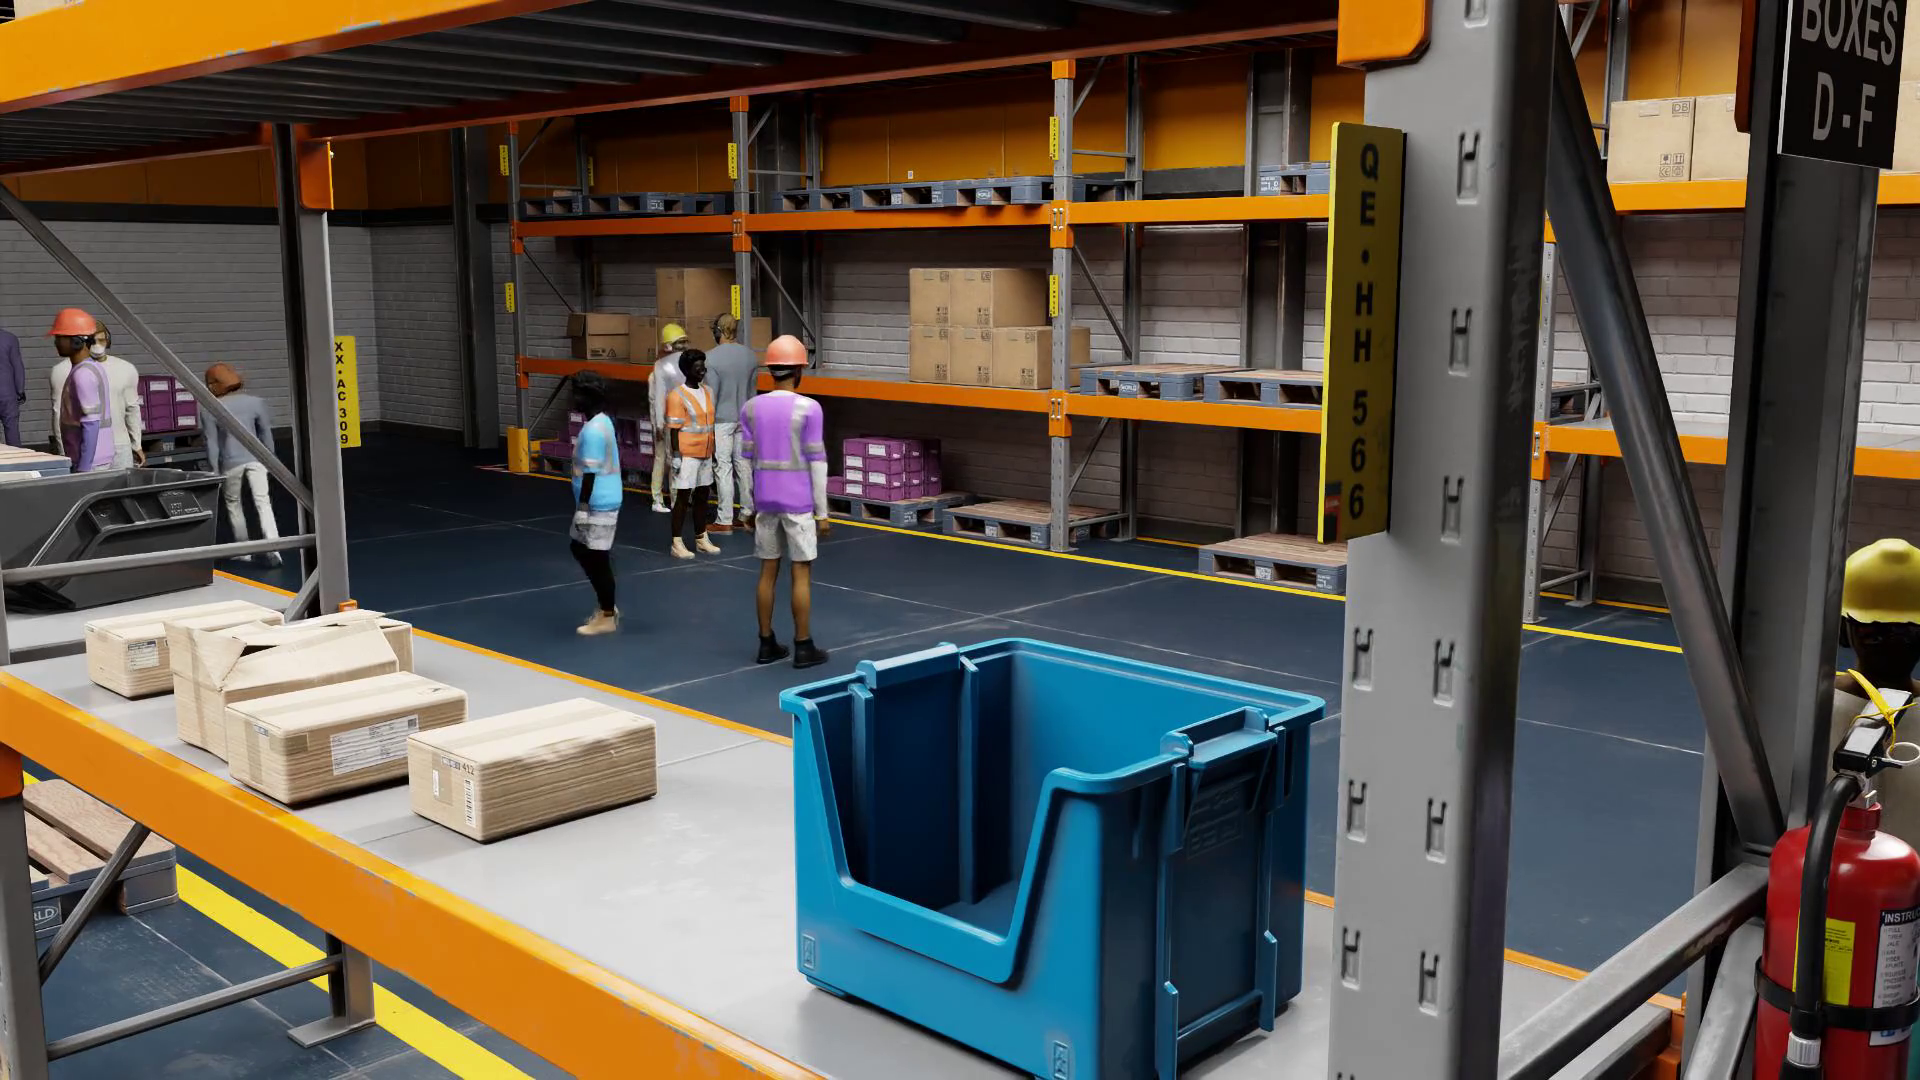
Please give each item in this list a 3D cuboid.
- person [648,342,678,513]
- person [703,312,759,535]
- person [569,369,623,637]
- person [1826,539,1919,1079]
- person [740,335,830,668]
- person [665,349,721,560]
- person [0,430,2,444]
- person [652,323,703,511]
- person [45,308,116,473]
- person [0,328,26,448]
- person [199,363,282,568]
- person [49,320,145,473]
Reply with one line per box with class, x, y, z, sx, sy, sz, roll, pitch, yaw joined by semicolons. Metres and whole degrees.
person;-2.767;-1.077;15.889;0.277;1.627;0.498;7;12;37
person;-2.026;-1.013;14.534;0.359;1.938;0.635;7;12;37
person;-2.305;-0.222;10.415;0.390;1.686;0.555;-1;9;-8
person;1.910;0.867;3.537;0.533;1.767;0.325;2;9;12
person;-1.007;-0.224;9.704;0.545;1.938;0.376;5;10;26
person;-2.138;-0.686;13.314;0.320;1.687;0.533;5;11;29
person;-9.939;-1.361;16.652;0.616;1.960;0.976;0;9;1
person;-2.602;-1.140;15.727;0.624;1.804;0.616;-9;13;-43
person;-6.044;-0.572;11.500;0.365;2.048;0.607;-4;10;-24
person;-10.954;-1.707;18.890;0.638;1.909;0.408;-3;10;-16
person;-5.558;-0.580;12.915;0.570;1.591;0.793;-8;12;-39
person;-6.521;-0.699;12.616;0.635;1.936;0.354;-9;13;-44
